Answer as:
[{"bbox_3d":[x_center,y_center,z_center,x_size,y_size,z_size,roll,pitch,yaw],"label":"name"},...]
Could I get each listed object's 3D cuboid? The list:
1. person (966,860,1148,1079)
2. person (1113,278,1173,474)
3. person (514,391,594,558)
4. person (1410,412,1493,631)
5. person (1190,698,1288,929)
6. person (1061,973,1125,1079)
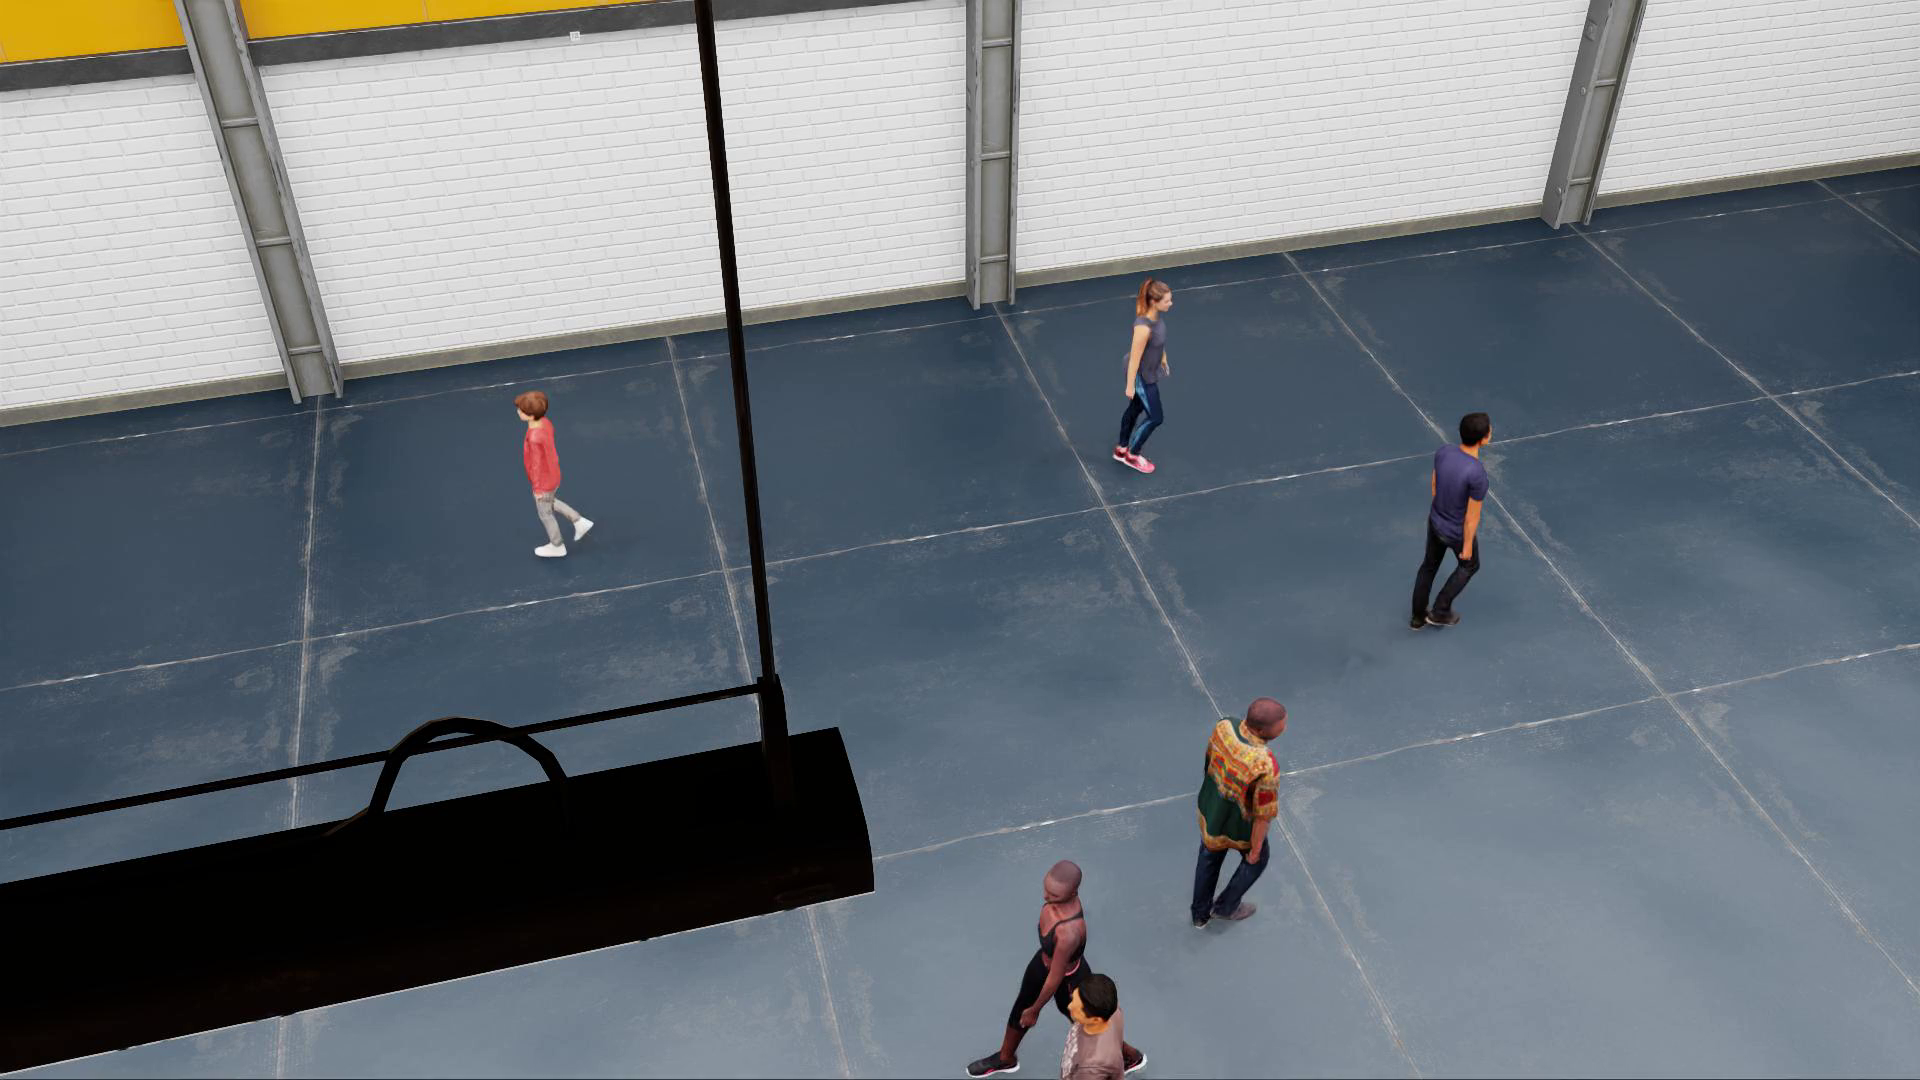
[{"bbox_3d":[0.628,2.258,8.488,1.170,1.714,0.583,-7,39,-9],"label":"person"},{"bbox_3d":[1.332,-1.289,12.934,0.773,1.708,0.730,8,39,10],"label":"person"},{"bbox_3d":[-2.962,-0.470,12.150,0.722,1.407,0.603,-1,39,-2],"label":"person"},{"bbox_3d":[3.282,-0.070,11.350,0.688,1.781,0.735,-19,42,-22],"label":"person"},{"bbox_3d":[1.465,1.581,9.275,0.840,1.789,0.819,-26,45,-29],"label":"person"},{"bbox_3d":[0.726,2.689,7.936,1.206,1.729,0.850,1,39,1],"label":"person"}]
